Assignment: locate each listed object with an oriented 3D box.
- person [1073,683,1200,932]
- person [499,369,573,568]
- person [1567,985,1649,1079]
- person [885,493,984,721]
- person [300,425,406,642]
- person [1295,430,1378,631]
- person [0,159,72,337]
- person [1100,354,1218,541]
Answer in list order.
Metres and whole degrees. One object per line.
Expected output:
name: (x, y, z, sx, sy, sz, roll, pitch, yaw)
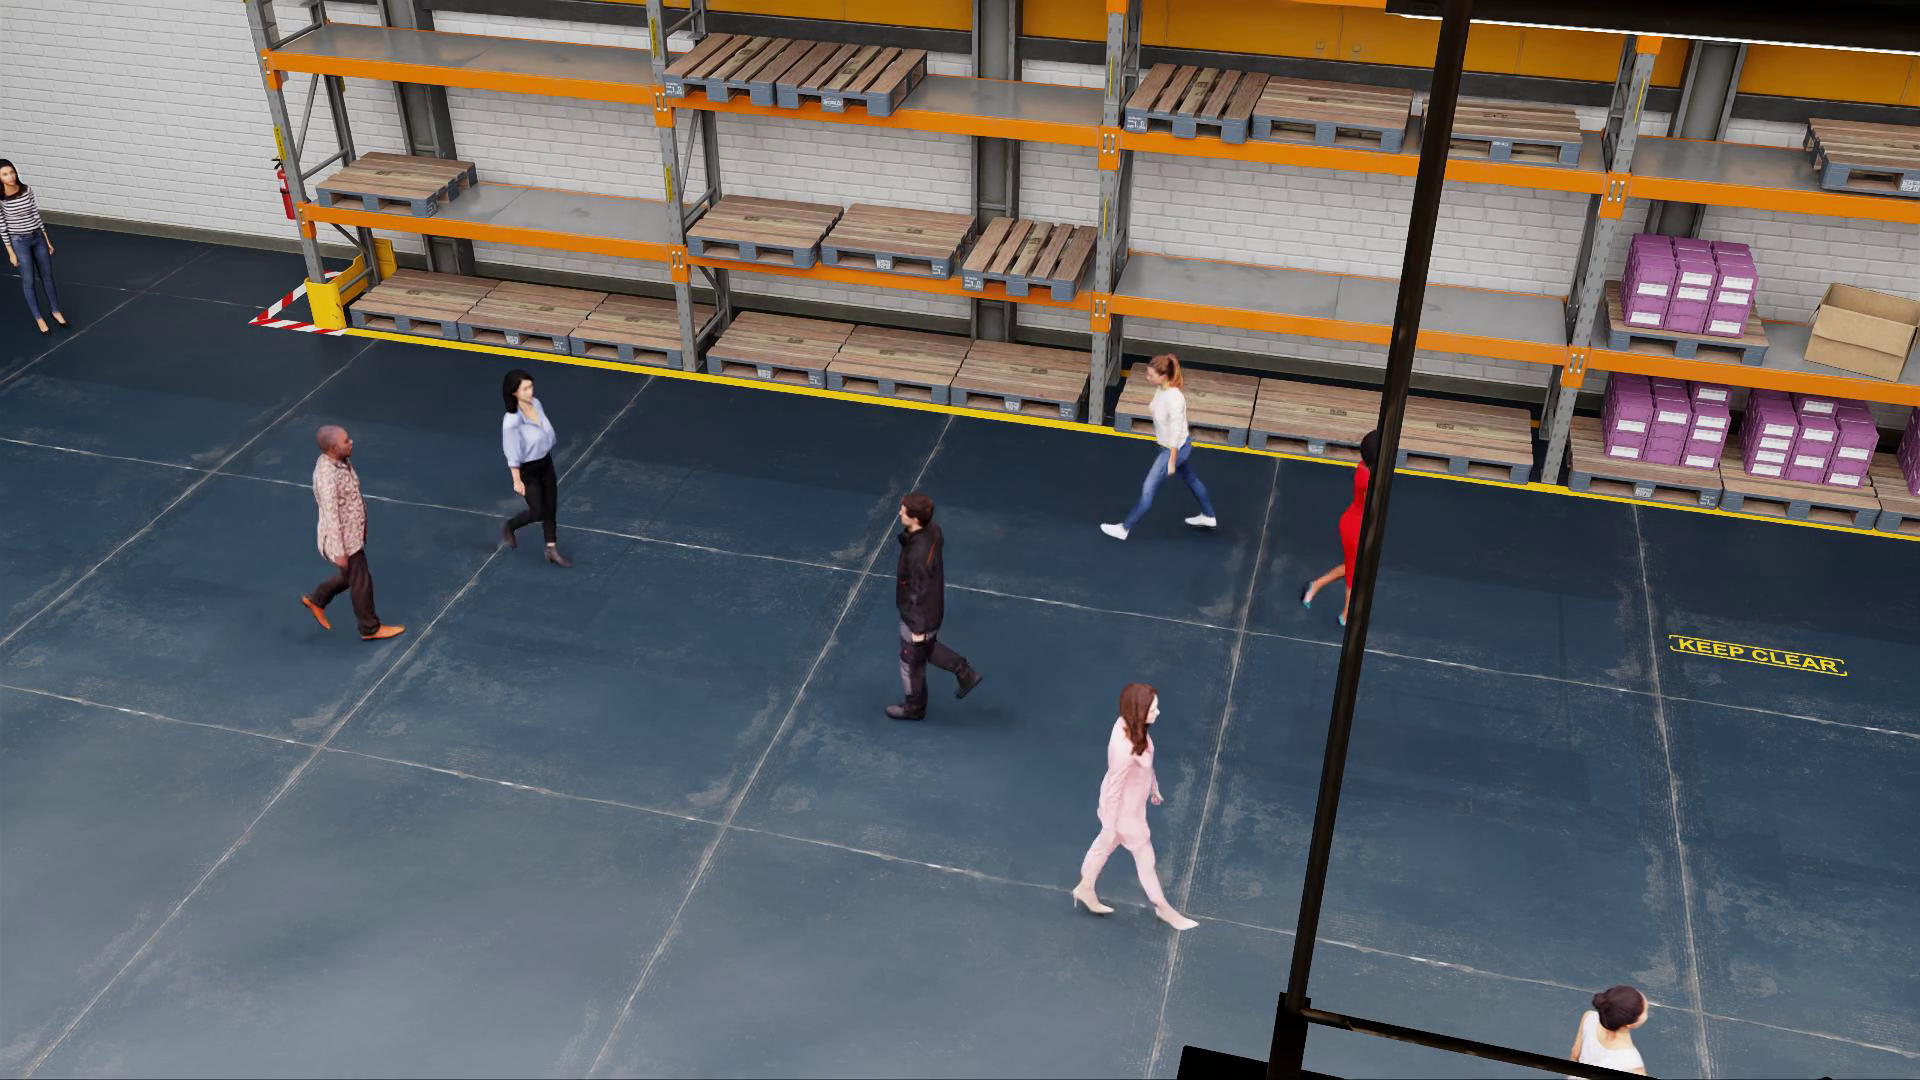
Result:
person: (0.871, 1.552, 9.739, 0.984, 1.769, 0.629, 9, 35, 13)
person: (-3.387, -0.555, 12.944, 0.876, 1.731, 0.710, 13, 36, 19)
person: (3.072, 2.756, 8.079, 0.702, 1.602, 0.666, -11, 35, -16)
person: (-0.179, 0.489, 11.291, 0.982, 1.823, 0.822, 2, 34, 3)
person: (-4.583, -0.014, 12.088, 1.100, 1.778, 0.967, -5, 34, -8)
person: (2.824, -0.035, 12.161, 0.799, 1.731, 0.617, 6, 34, 8)
person: (-9.195, -2.897, 16.408, 0.583, 1.797, 0.631, 20, 39, 27)
person: (1.772, -0.691, 13.223, 1.286, 1.648, 0.887, 0, 34, 0)
